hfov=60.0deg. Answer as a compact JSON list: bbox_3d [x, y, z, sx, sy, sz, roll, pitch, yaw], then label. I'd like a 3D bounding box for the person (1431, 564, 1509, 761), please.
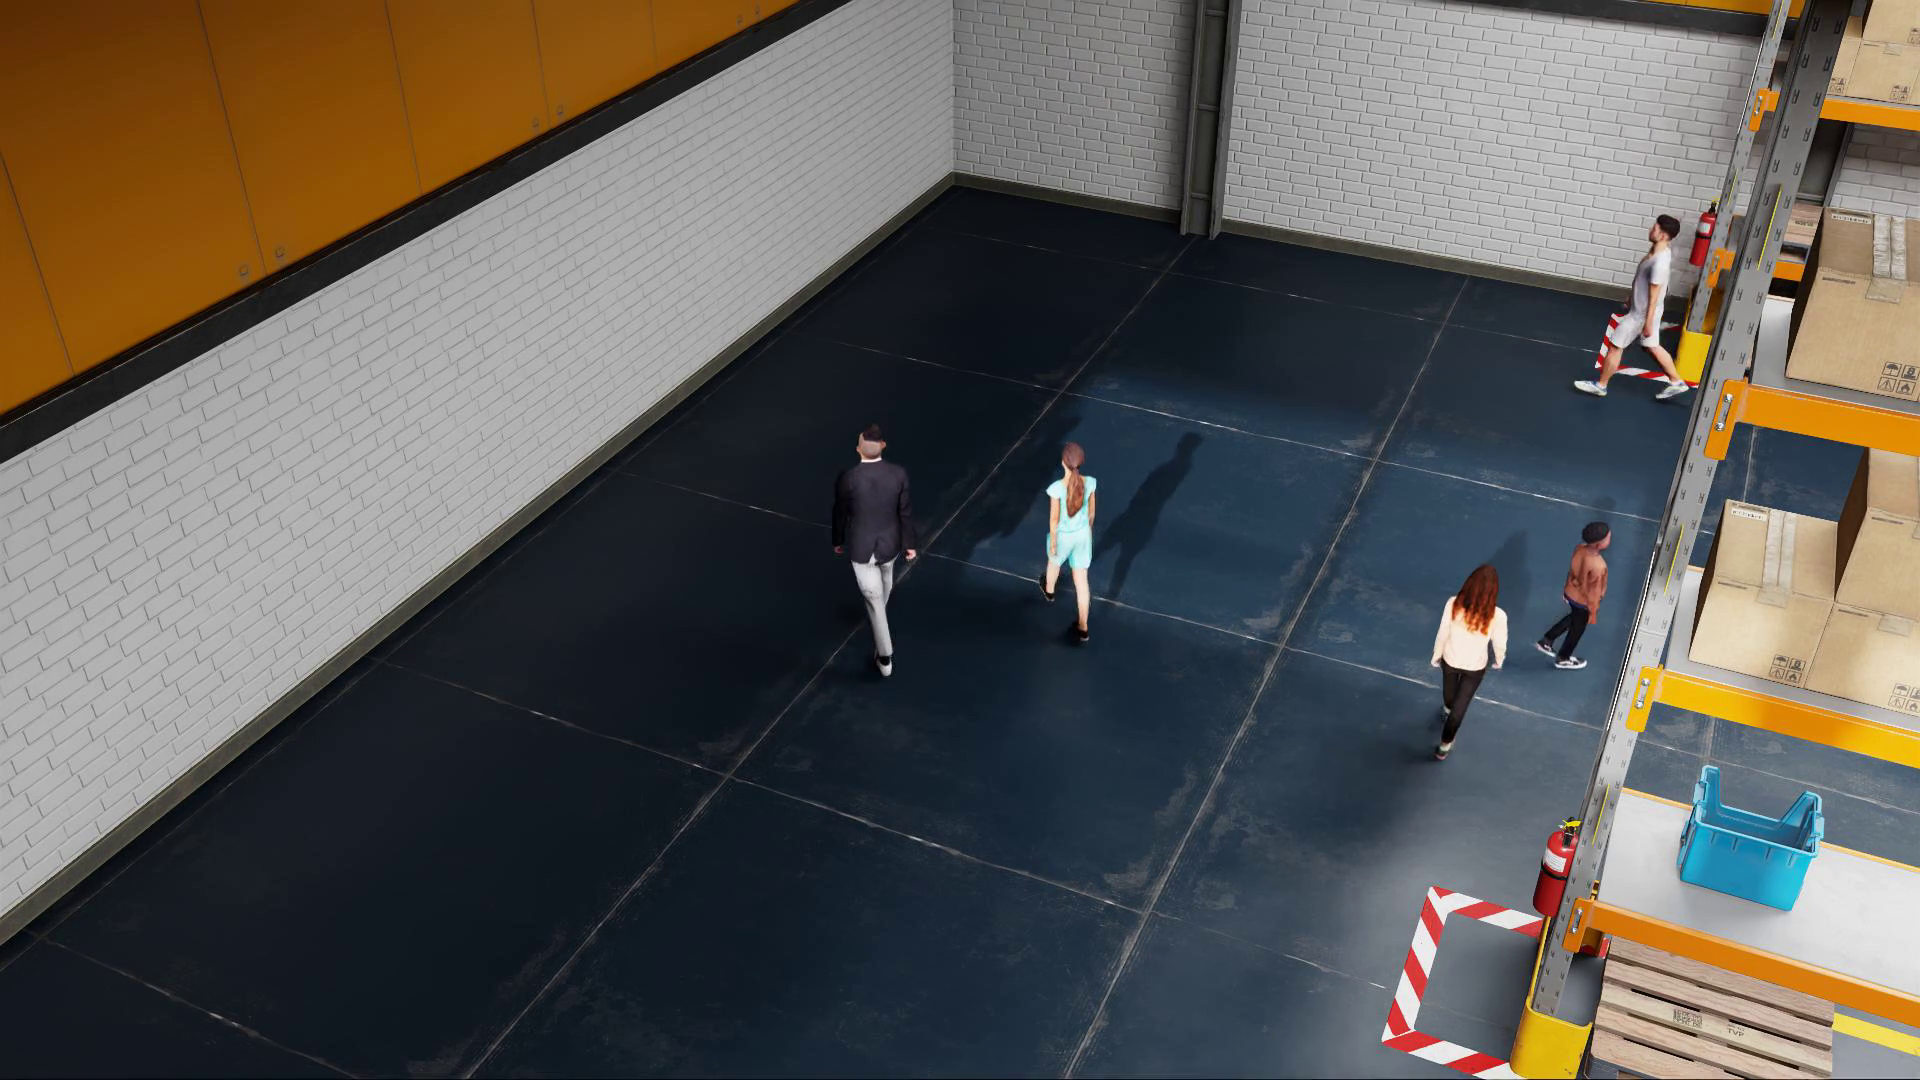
[{"bbox_3d":[3.343,0.839,11.080,0.817,1.460,0.698,18,37,24],"label":"person"}]

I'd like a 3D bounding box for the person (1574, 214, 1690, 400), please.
[{"bbox_3d":[6.329,-2.061,15.117,1.193,1.822,0.680,15,36,21],"label":"person"}]

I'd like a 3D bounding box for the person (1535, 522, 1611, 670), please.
[{"bbox_3d":[4.386,0.412,11.916,0.711,1.246,0.649,-2,34,-4],"label":"person"}]

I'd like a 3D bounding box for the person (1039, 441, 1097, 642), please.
[{"bbox_3d":[0.844,0.030,12.247,1.037,1.516,1.046,-8,35,-12],"label":"person"}]

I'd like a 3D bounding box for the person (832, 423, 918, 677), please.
[{"bbox_3d":[-0.584,0.082,11.826,1.266,1.896,1.301,-10,35,-14],"label":"person"}]
